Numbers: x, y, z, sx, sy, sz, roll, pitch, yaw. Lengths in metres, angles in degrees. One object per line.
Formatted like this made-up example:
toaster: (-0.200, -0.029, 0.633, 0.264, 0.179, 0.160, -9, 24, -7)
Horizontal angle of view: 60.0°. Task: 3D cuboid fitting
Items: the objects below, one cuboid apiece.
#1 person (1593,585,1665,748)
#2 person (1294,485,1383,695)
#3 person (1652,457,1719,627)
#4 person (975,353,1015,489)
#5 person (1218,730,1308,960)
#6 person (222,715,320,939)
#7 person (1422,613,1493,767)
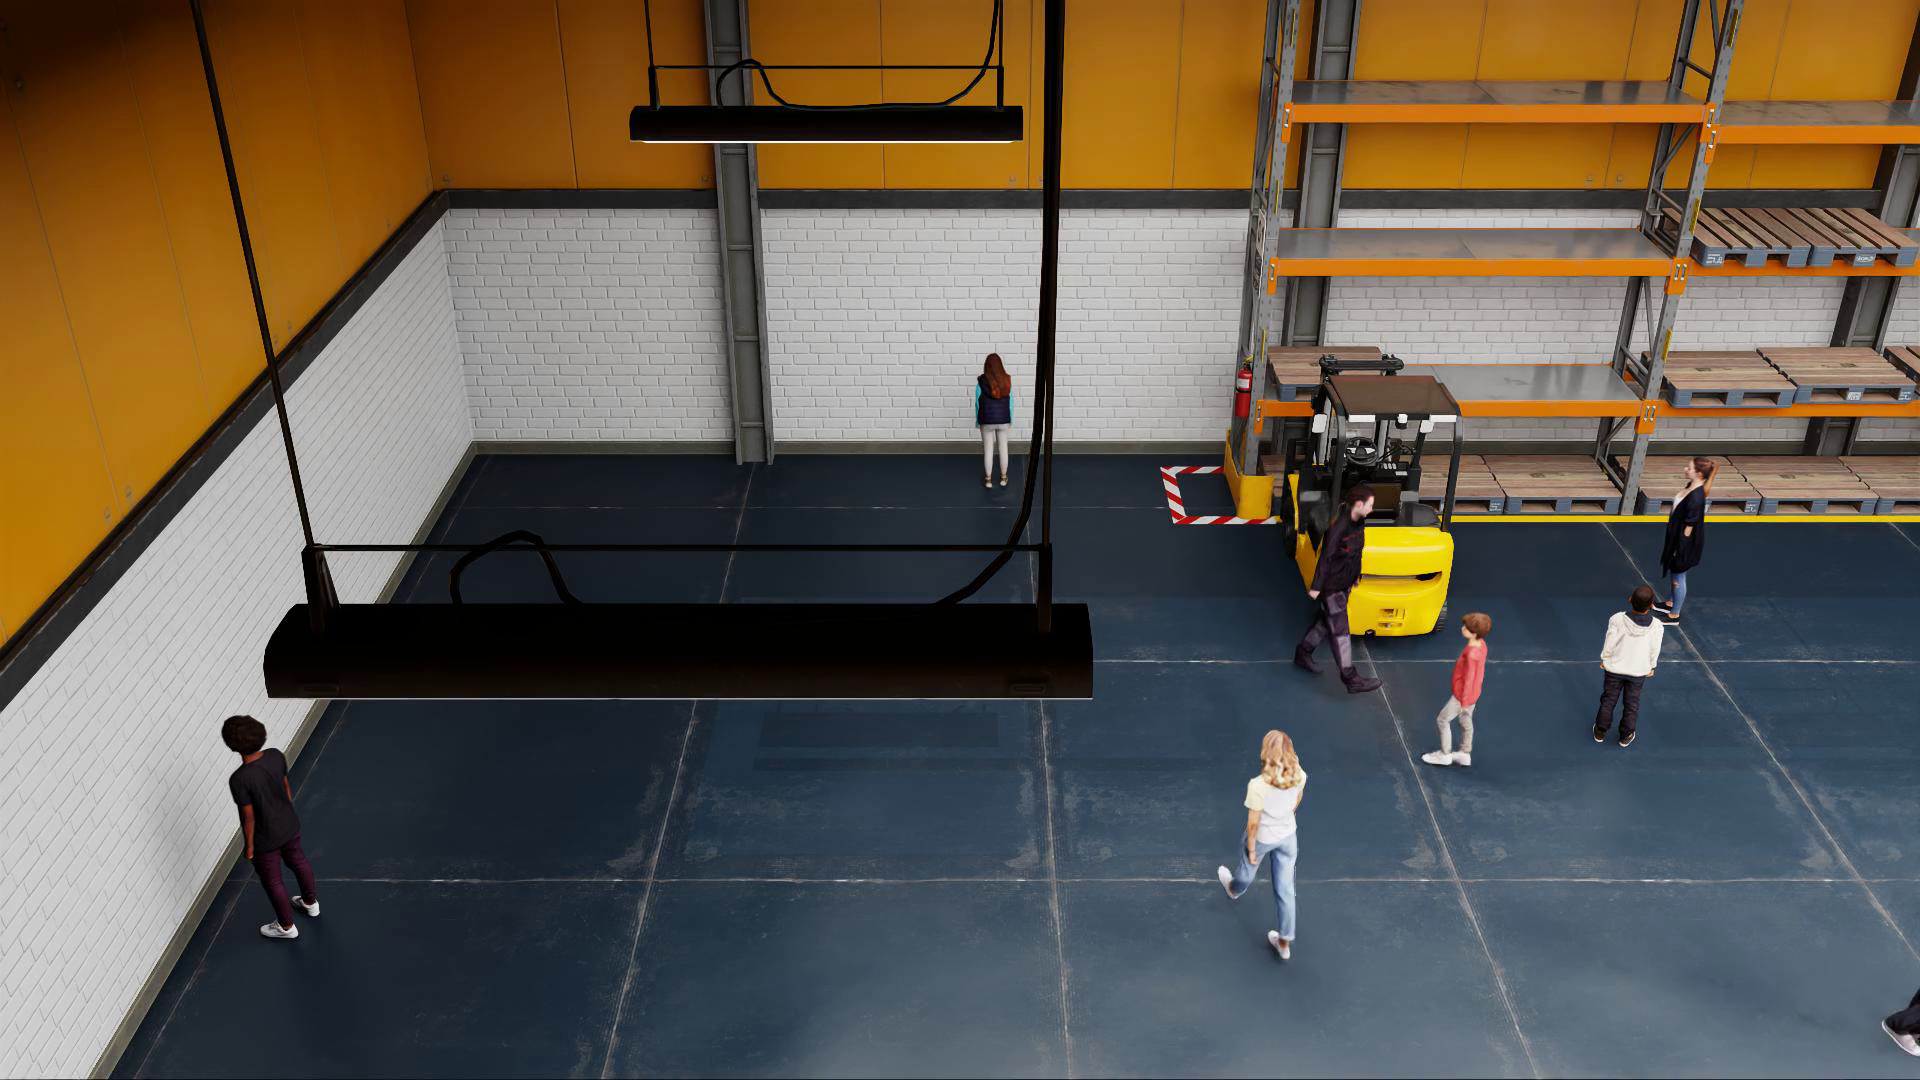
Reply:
person: (5.455, 1.026, 13.593, 0.572, 1.454, 0.713, 11, 30, 19)
person: (3.176, 0.388, 14.349, 1.247, 1.850, 1.126, 22, 35, 34)
person: (6.639, 0.003, 15.229, 0.686, 1.683, 0.704, 11, 30, 19)
person: (0.369, -1.281, 17.773, 0.538, 1.501, 0.653, -3, 29, -5)
person: (2.185, 2.114, 11.372, 1.153, 1.670, 0.964, -9, 30, -16)
person: (-4.785, 1.970, 11.521, 0.661, 1.781, 0.696, 10, 30, 17)
person: (4.104, 1.218, 13.290, 0.708, 1.407, 0.651, 17, 33, 28)
